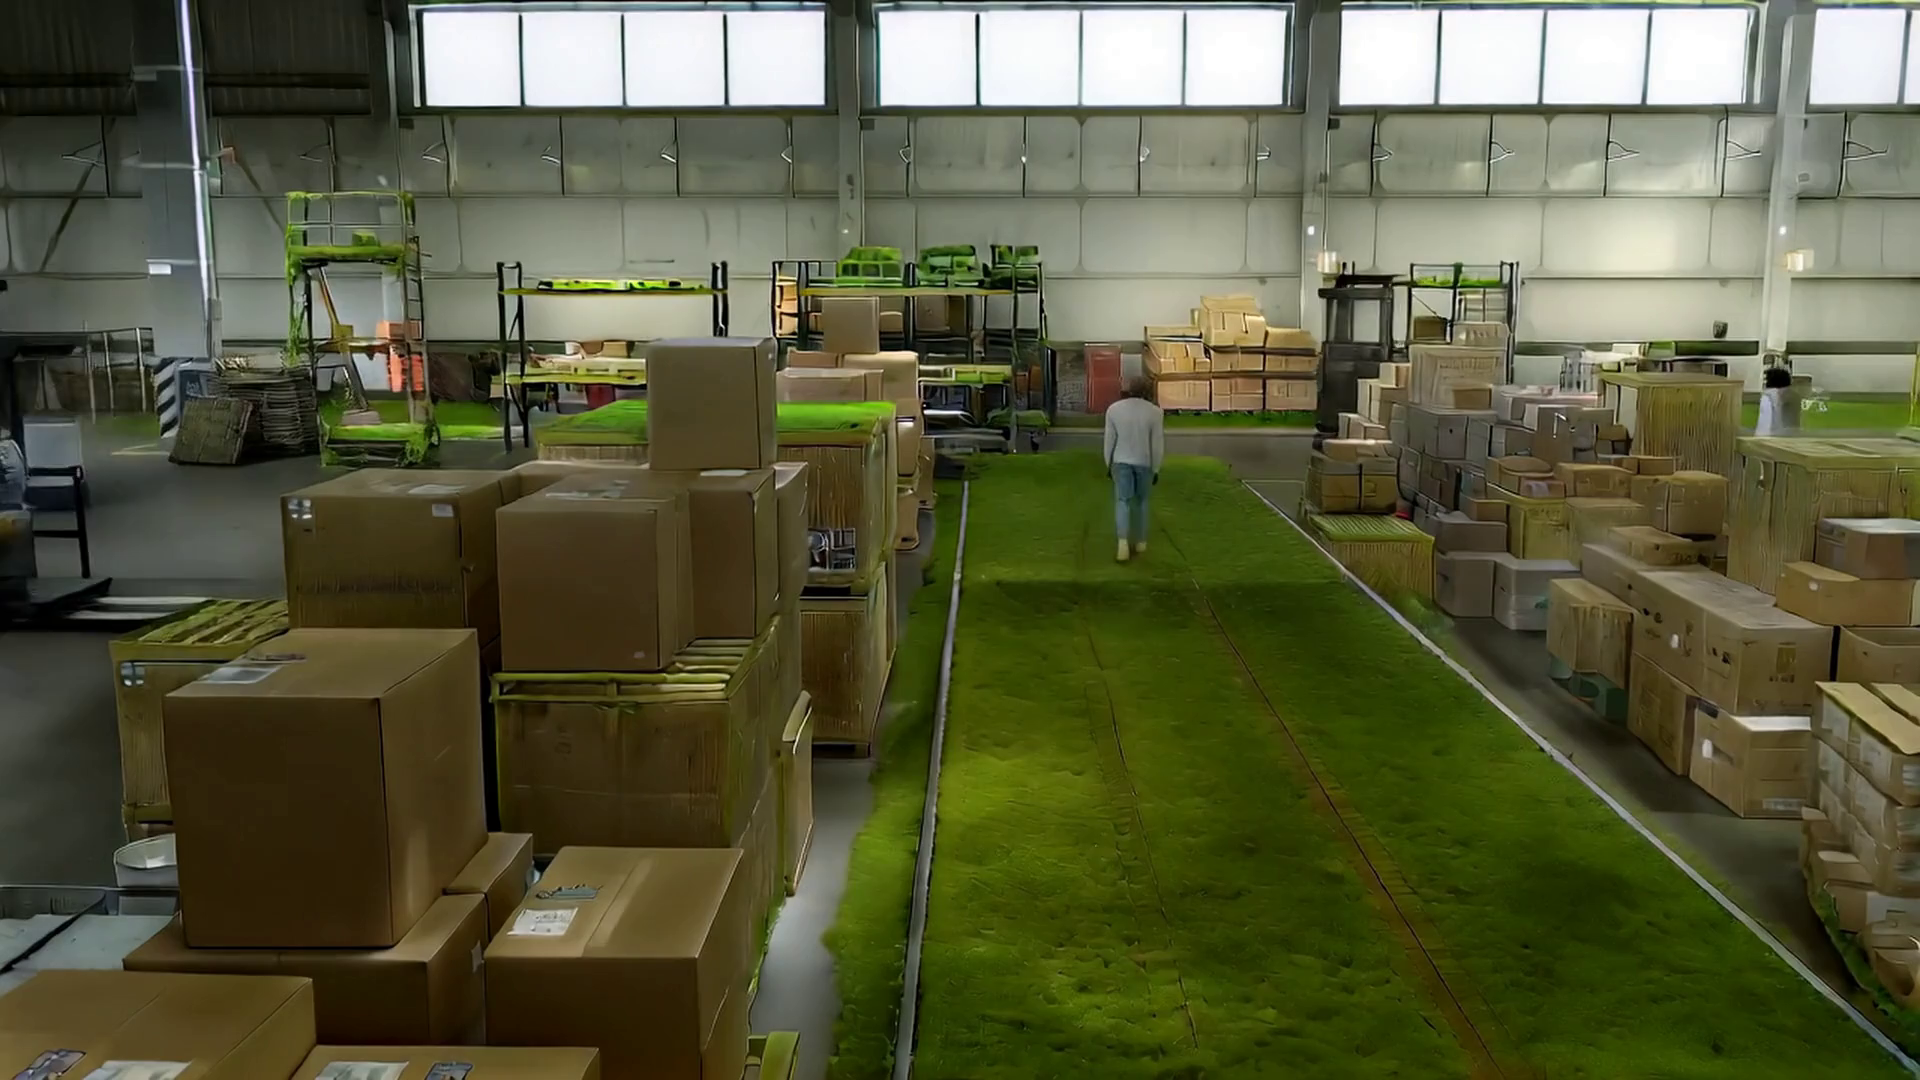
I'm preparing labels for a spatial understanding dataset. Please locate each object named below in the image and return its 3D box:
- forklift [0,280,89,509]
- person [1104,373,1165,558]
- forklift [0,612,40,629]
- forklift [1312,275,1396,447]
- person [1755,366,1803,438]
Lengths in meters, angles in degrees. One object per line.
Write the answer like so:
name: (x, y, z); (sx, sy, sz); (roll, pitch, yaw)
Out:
forklift: (-11.798, -1.774, 20.261); (1.873, 2.768, 1.129); (-4, 10, -25)
person: (1.794, -0.775, 17.209); (0.631, 1.911, 0.947); (2, 10, 11)
forklift: (-8.535, -0.723, 13.968); (1.873, 2.768, 1.129); (0, 9, 1)
forklift: (6.644, -2.971, 27.429); (1.129, 2.768, 1.873); (5, 11, 26)
person: (9.529, -1.119, 19.482); (0.638, 1.825, 0.452); (-3, 10, -19)
